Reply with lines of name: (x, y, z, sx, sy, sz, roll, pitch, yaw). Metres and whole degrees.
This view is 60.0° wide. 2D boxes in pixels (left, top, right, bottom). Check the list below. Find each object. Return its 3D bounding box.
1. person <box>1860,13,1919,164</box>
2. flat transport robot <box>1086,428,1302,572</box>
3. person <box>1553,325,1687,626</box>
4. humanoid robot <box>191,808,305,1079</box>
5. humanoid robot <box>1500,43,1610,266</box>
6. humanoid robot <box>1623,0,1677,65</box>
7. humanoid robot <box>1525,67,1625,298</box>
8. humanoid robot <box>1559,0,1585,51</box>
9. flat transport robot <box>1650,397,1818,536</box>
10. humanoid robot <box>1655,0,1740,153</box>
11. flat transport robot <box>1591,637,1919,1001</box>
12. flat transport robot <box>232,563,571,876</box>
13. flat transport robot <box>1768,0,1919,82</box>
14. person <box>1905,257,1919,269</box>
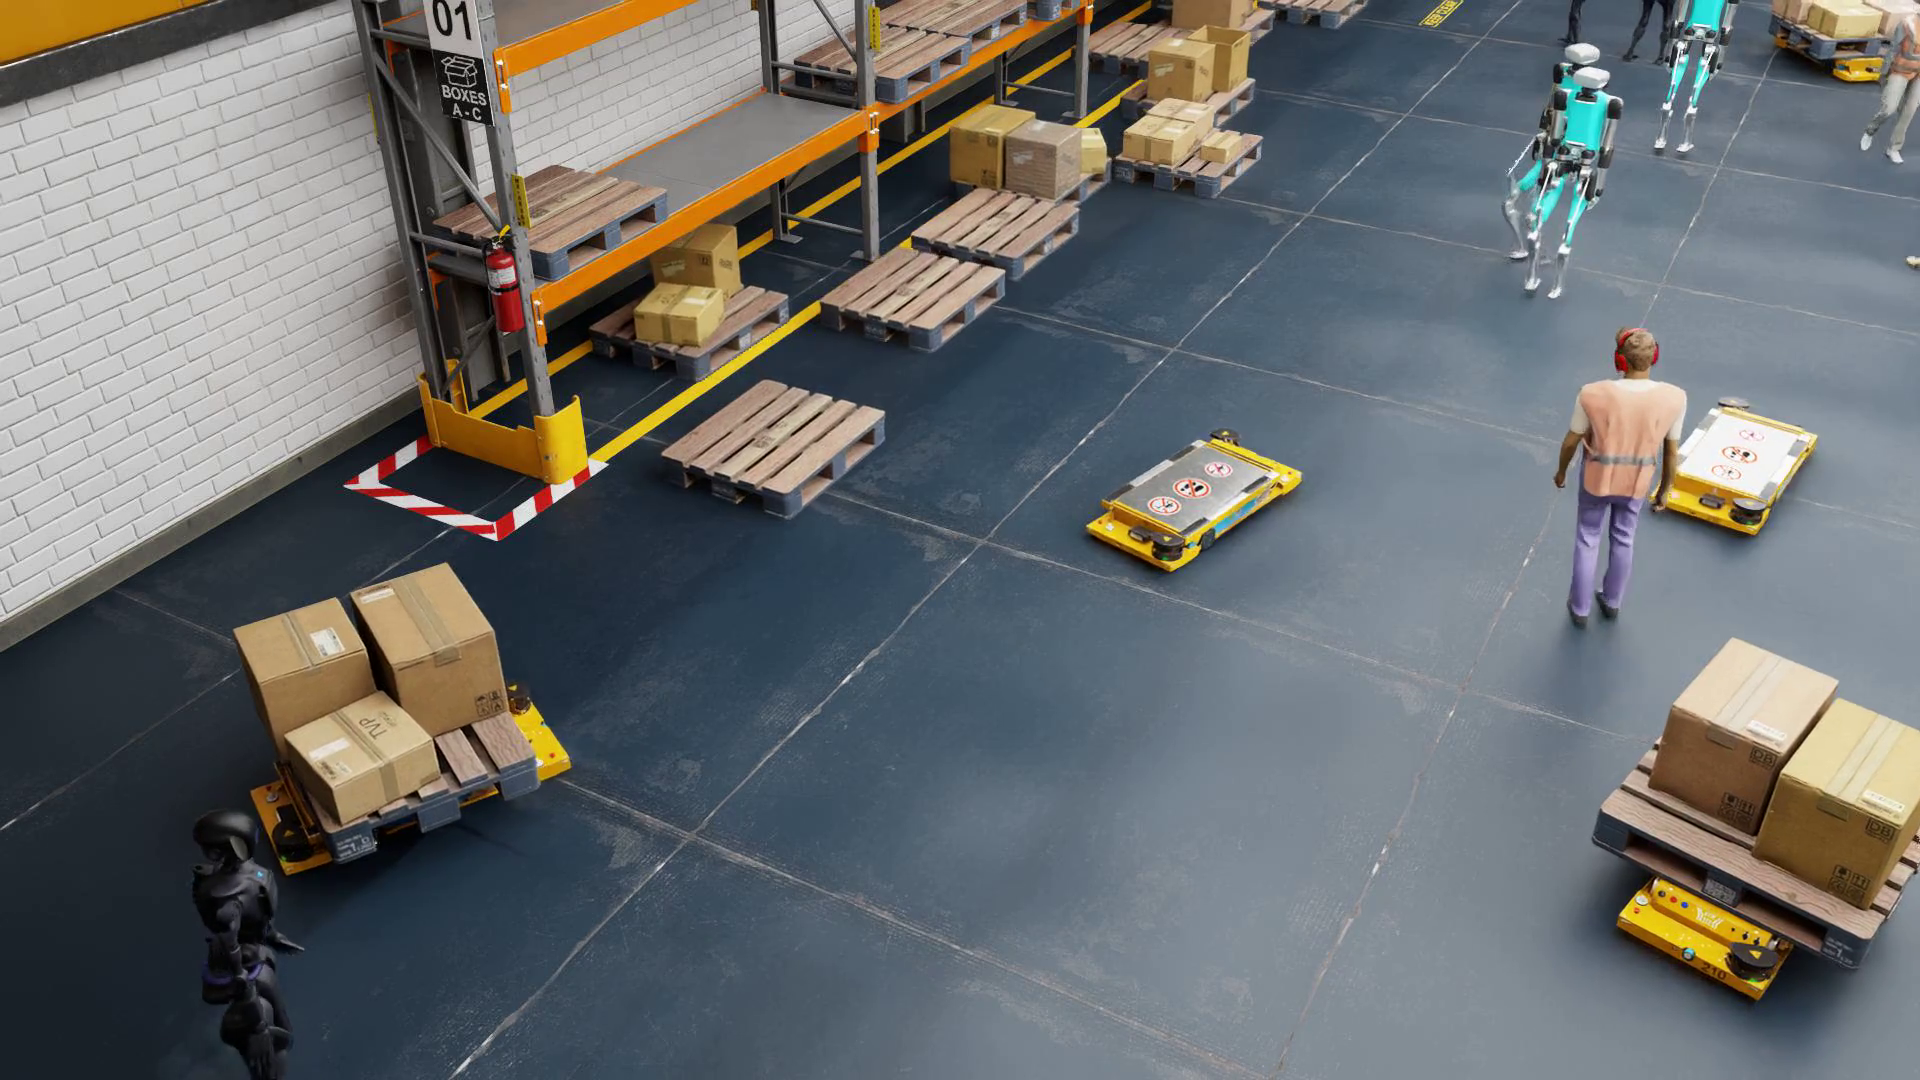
person: (8.814, -4.321, 15.446, 0.540, 1.623, 0.384, 2, 33, 2)
flat transport robot: (1.505, -0.272, 10.560, 0.659, 0.231, 1.431, 27, 42, 34)
person: (3.620, -0.350, 9.275, 0.598, 1.823, 0.589, 5, 34, 7)
humanoid robot: (-2.719, 1.684, 6.329, 0.409, 1.634, 0.638, -8, 34, -13)
humanoid robot: (4.702, -3.074, 13.475, 0.806, 1.782, 0.568, -15, 36, -22)
humanoid robot: (7.590, -6.004, 17.960, 0.360, 1.639, 0.613, -26, 41, -33)
humanoid robot: (4.660, -2.710, 12.916, 0.554, 1.754, 0.839, 24, 40, 31)
humanoid robot: (6.851, -6.228, 18.305, 0.613, 1.640, 0.511, -18, 37, -24)
flat transport robot: (5.101, -0.503, 10.909, 0.659, 0.231, 1.431, 23, 40, 30)
humanoid robot: (6.805, -4.454, 15.466, 0.531, 1.691, 0.738, 17, 37, 24)
flat transport robot: (3.721, 1.536, 7.824, 0.659, 0.231, 1.431, 27, 42, 34)
flat transport robot: (-2.766, 1.171, 8.376, 1.431, 0.231, 0.659, -20, 38, -27)
flat transport robot: (9.635, -5.328, 18.209, 0.659, 0.231, 1.431, -5, 34, -7)
person: (8.185, -2.833, 13.168, 0.776, 1.655, 0.540, 29, 43, 36)
